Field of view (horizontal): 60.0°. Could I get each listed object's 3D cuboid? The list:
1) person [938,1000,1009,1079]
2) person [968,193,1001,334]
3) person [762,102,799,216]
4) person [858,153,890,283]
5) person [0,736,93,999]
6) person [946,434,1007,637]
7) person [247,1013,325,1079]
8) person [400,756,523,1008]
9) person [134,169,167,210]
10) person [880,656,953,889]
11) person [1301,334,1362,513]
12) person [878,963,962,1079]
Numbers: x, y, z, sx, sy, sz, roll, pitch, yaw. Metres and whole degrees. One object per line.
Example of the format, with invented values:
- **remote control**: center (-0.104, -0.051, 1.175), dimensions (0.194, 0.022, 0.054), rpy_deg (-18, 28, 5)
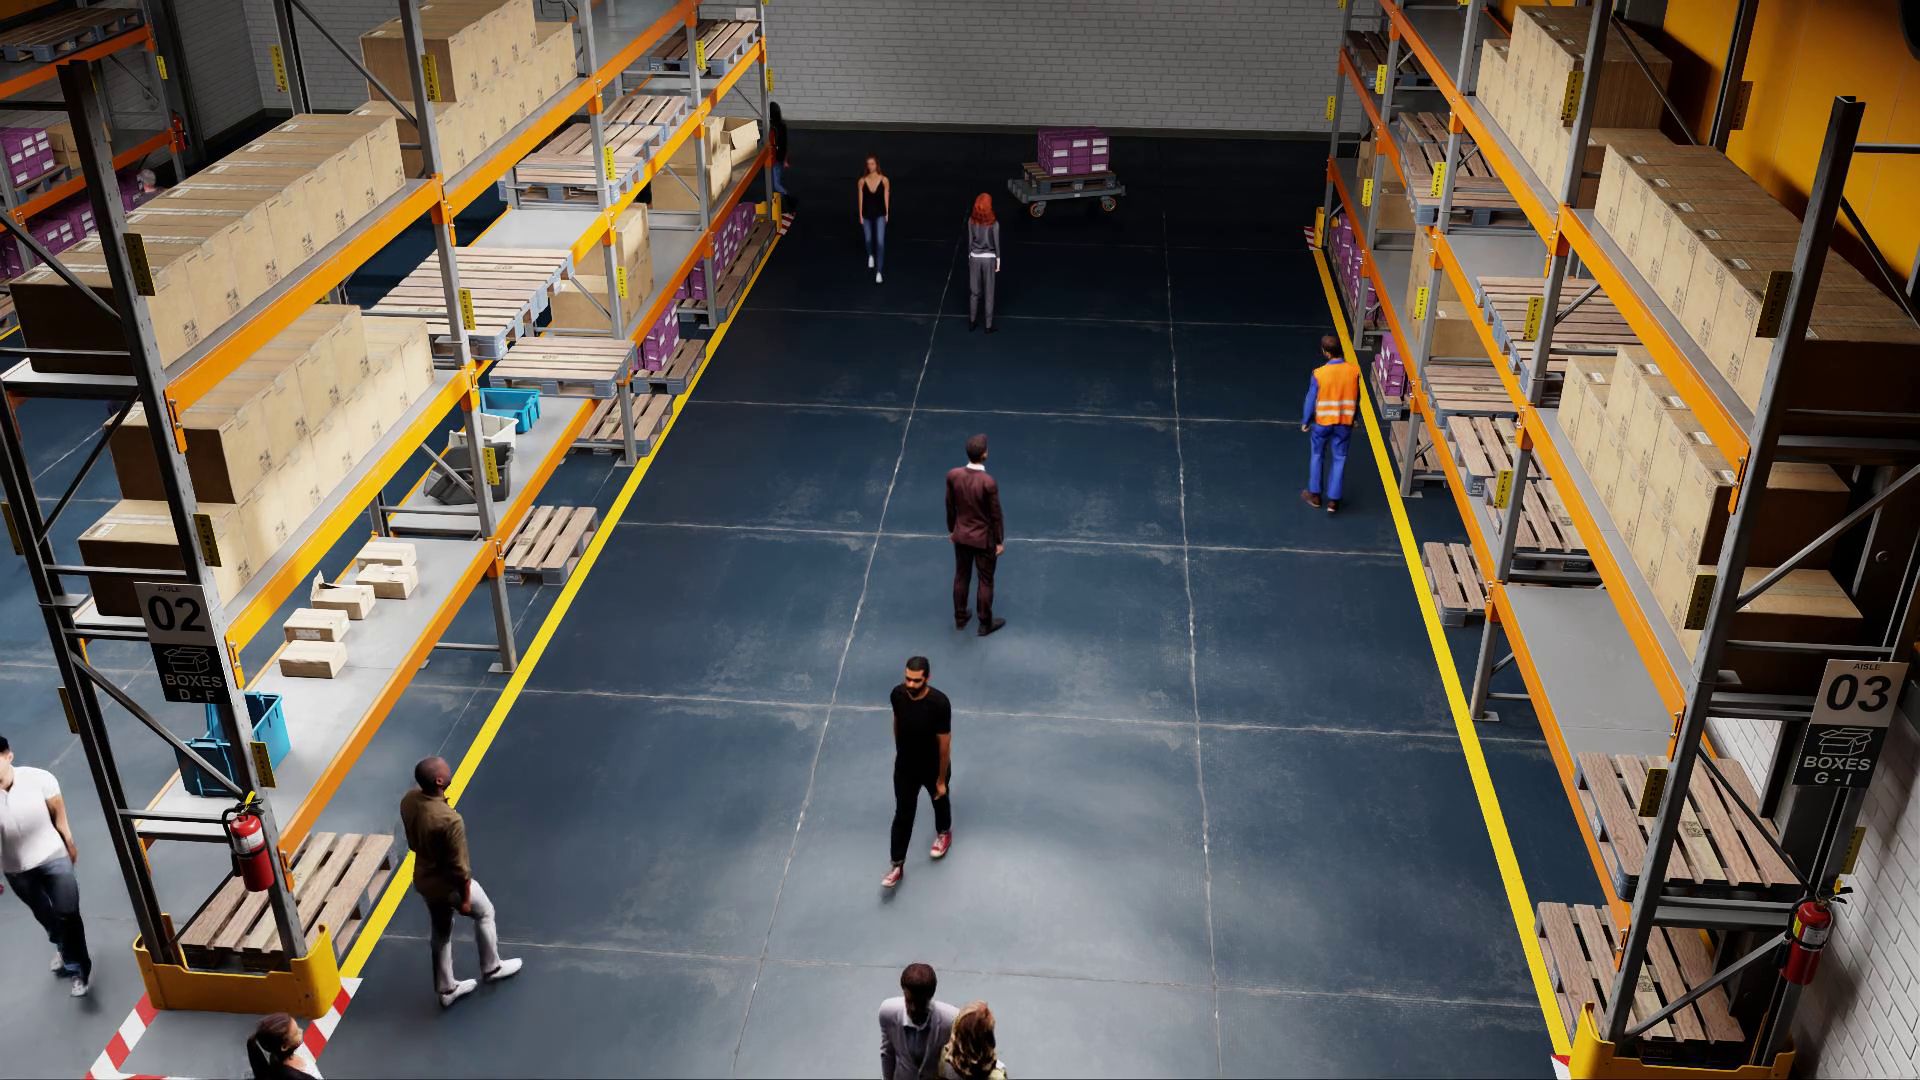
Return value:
- **person**: center (0.068, 3.108, 8.731), dimensions (0.710, 1.723, 0.721), rpy_deg (20, 35, 33)
- **person**: center (0.289, -3.448, 20.692), dimensions (0.627, 1.779, 0.589), rpy_deg (11, 31, 19)
- **person**: center (-2.700, -5.639, 24.813), dimensions (1.029, 1.679, 1.027), rpy_deg (21, 35, 33)
- **person**: center (-1.175, -4.411, 22.565), dimensions (0.601, 1.677, 1.114), rpy_deg (1, 29, 1)
- **person**: center (-5.924, 1.984, 10.670), dimensions (0.865, 1.840, 1.041), rpy_deg (-7, 29, -12)
- **person**: center (0.131, -0.045, 14.364), dimensions (0.769, 1.864, 0.739), rpy_deg (15, 32, 25)
- **person**: center (-3.546, 3.165, 8.826), dimensions (0.940, 1.533, 0.984), rpy_deg (-15, 32, -26)
- **person**: center (-3.271, 2.172, 10.359), dimensions (0.912, 1.808, 0.969), rpy_deg (18, 33, 30)
- **person**: center (-10.219, -3.849, 21.379), dimensions (0.968, 1.826, 0.884), rpy_deg (18, 33, 29)
- **person**: center (-0.214, 1.526, 11.631), dimensions (0.859, 1.724, 1.149), rpy_deg (10, 30, 18)
- **person**: center (3.677, -1.173, 16.429), dimensions (0.723, 1.868, 0.708), rpy_deg (7, 29, 12)
- **person**: center (-0.140, 2.937, 8.963), dimensions (0.729, 1.802, 1.197), rpy_deg (6, 29, 10)
